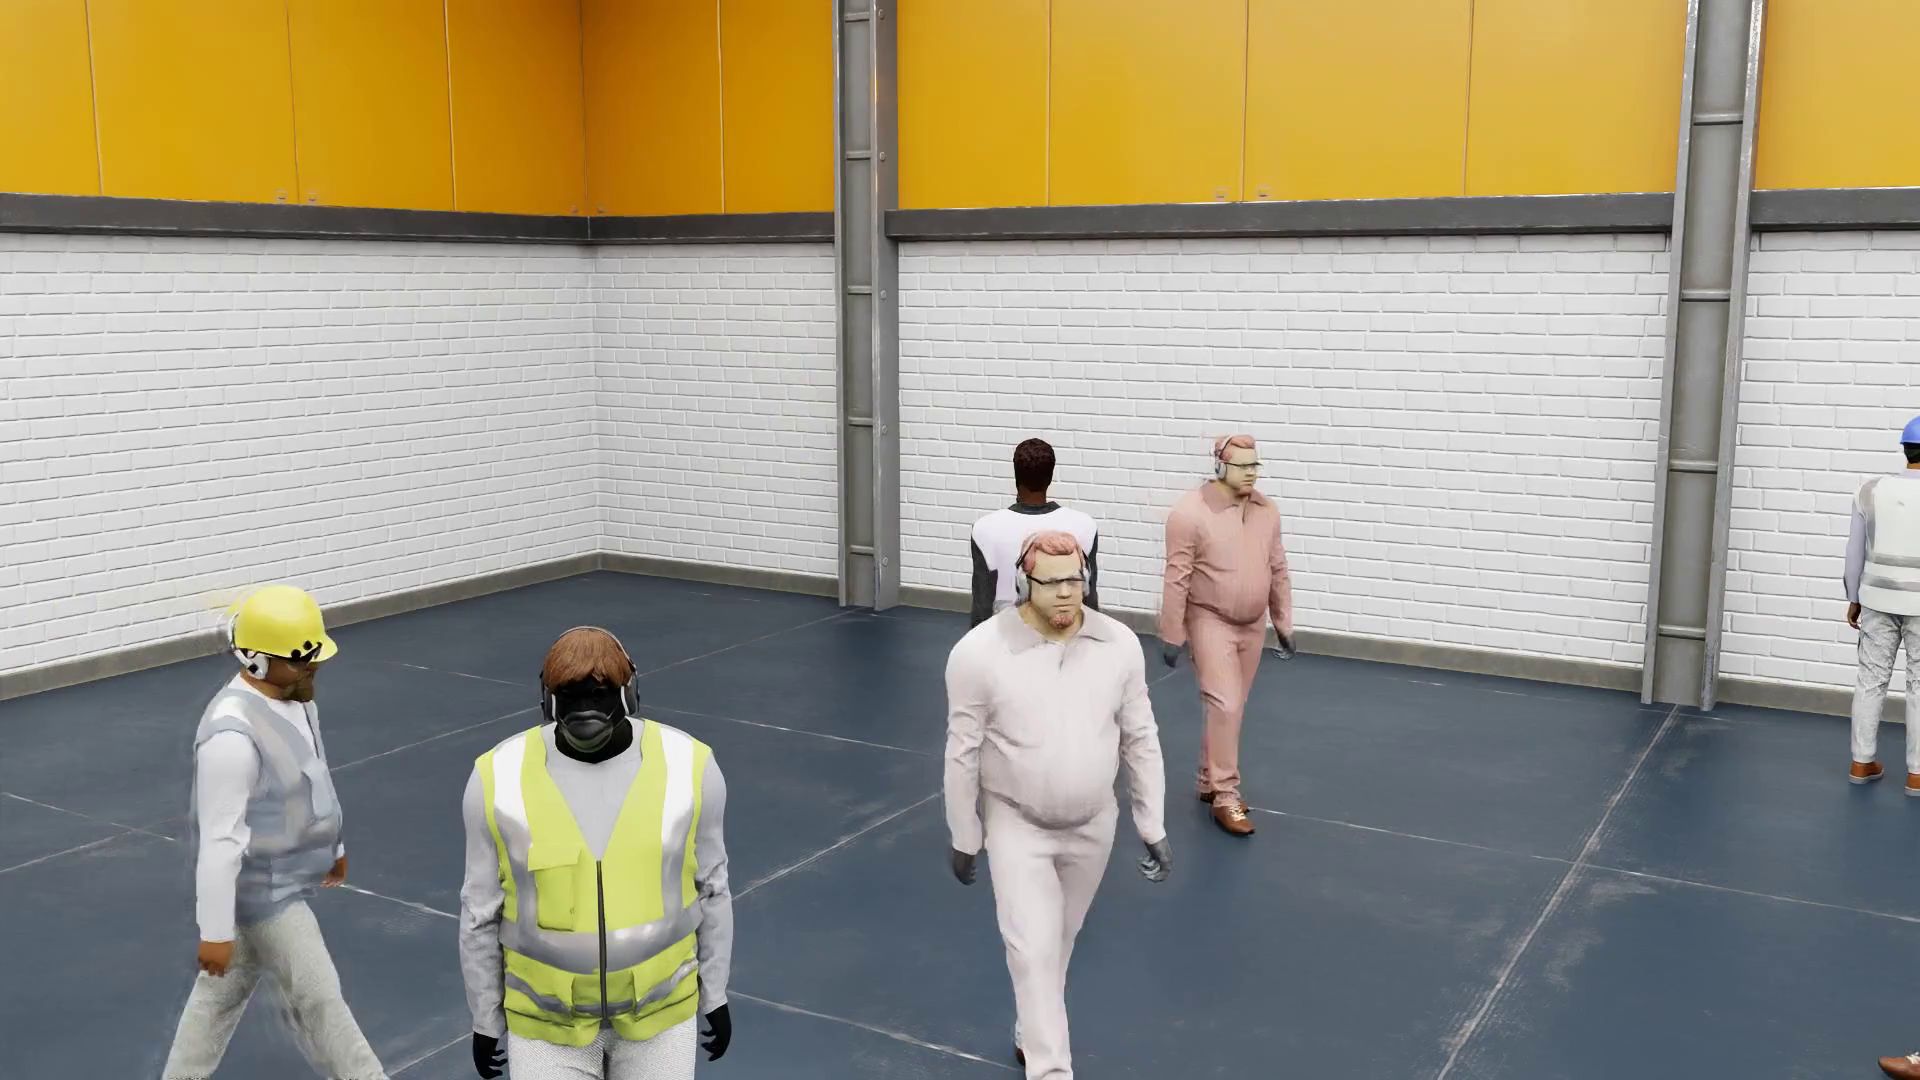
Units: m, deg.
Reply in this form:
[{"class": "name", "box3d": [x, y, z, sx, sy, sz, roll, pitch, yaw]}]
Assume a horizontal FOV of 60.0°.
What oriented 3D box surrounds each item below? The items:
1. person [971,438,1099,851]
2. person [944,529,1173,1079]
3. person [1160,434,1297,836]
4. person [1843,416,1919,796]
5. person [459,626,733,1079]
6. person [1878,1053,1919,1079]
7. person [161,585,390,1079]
[{"class": "person", "box3d": [0.333, 0.503, 7.462, 0.596, 1.918, 0.386, -2, 9, -14]}, {"class": "person", "box3d": [0.331, 0.906, 5.091, 0.668, 1.862, 0.950, -3, 10, -20]}, {"class": "person", "box3d": [1.358, 0.441, 7.941, 0.674, 1.882, 0.733, -6, 11, -32]}, {"class": "person", "box3d": [4.851, 0.325, 8.503, 0.406, 1.938, 0.615, -7, 11, -37]}, {"class": "person", "box3d": [-0.848, 1.106, 3.940, 0.636, 1.842, 0.429, -2, 9, -13]}, {"class": "person", "box3d": [3.559, 0.912, 5.174, 1.012, 1.851, 0.656, 2, 9, 13]}, {"class": "person", "box3d": [-2.026, 0.990, 4.926, 0.910, 1.769, 0.662, -2, 9, -11]}]
